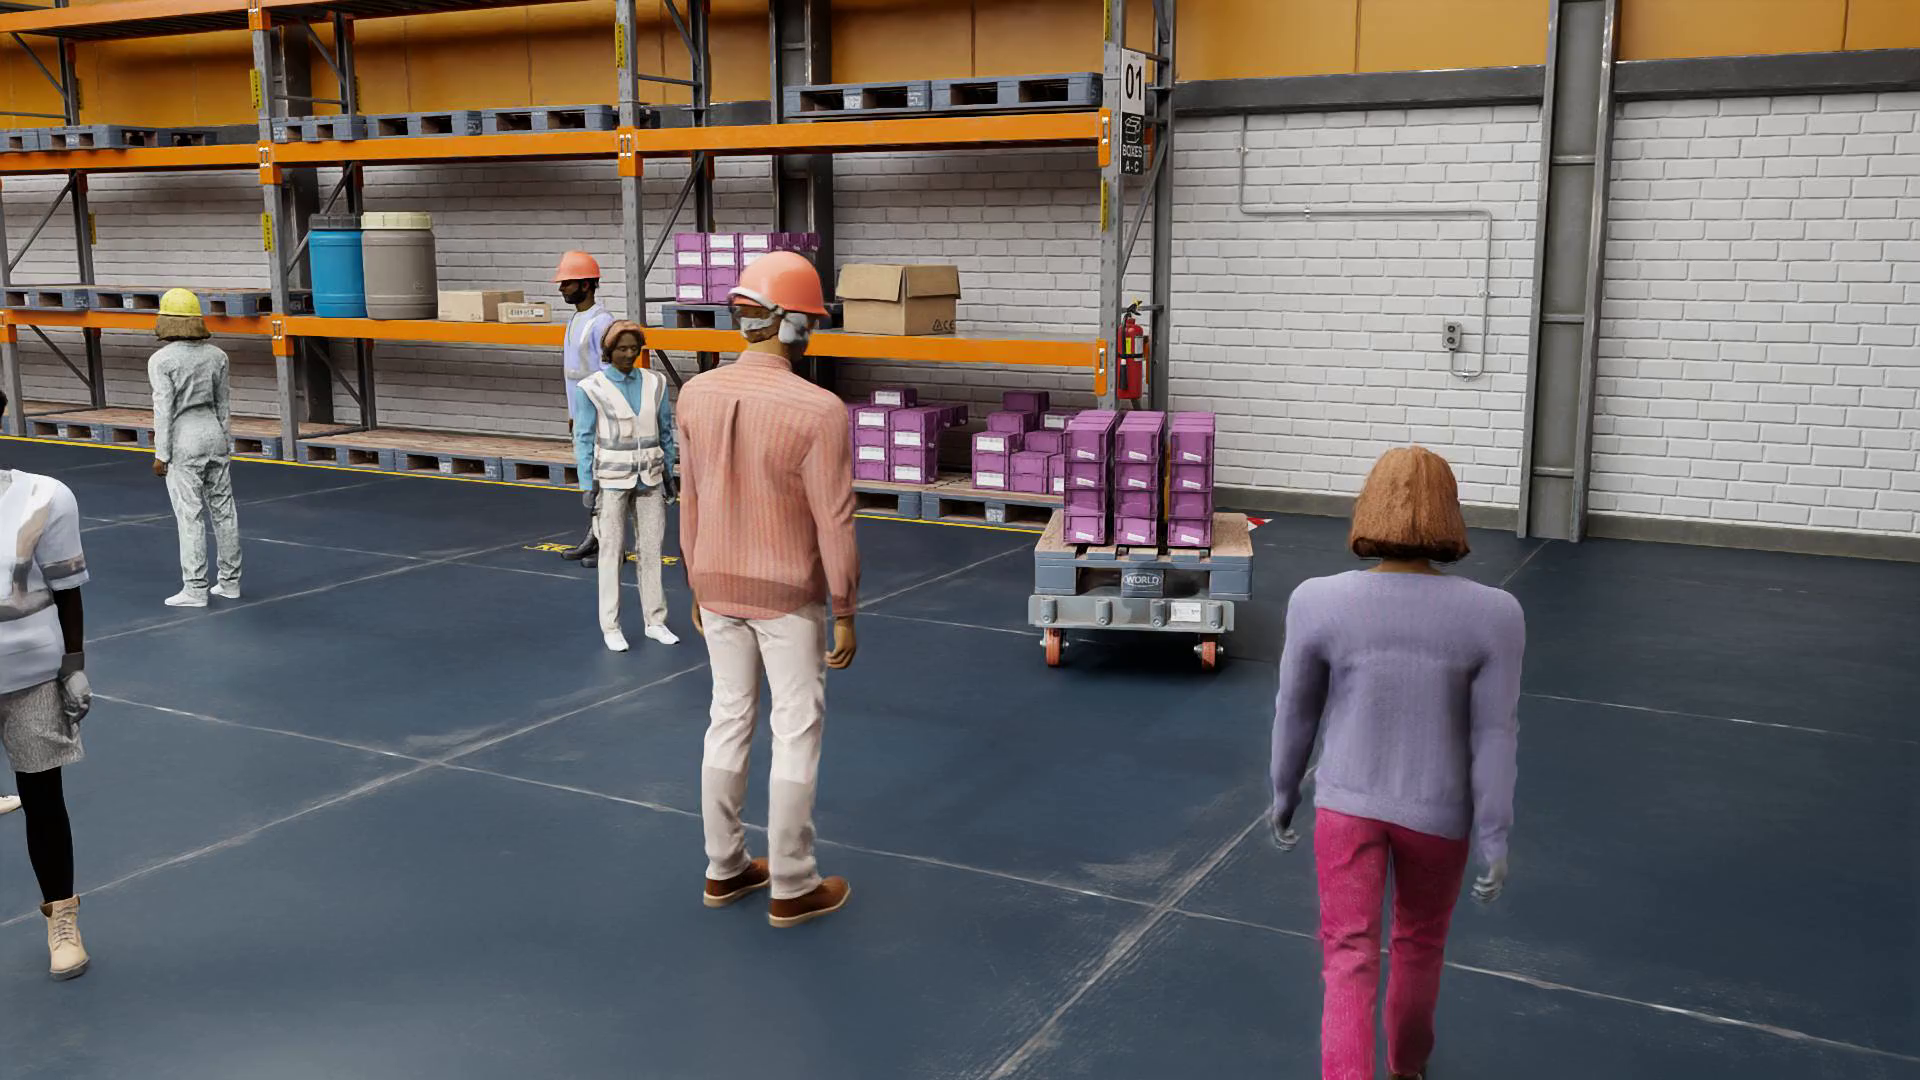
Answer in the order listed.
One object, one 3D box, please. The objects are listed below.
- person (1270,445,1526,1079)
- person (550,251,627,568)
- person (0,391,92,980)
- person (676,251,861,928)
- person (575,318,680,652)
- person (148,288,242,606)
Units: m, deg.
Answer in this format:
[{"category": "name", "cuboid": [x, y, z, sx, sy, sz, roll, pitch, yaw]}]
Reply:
[{"category": "person", "cuboid": [0.919, 0.589, 3.582, 0.518, 1.588, 0.865, 3, 11, 17]}, {"category": "person", "cuboid": [-2.292, -0.796, 10.219, 0.375, 1.935, 0.551, -7, 13, -34]}, {"category": "person", "cuboid": [-2.617, 0.374, 4.465, 0.533, 1.696, 0.319, -5, 11, -24]}, {"category": "person", "cuboid": [-0.552, 0.152, 4.903, 0.632, 1.981, 0.405, 6, 12, 31]}, {"category": "person", "cuboid": [-1.636, -0.268, 8.166, 0.524, 1.630, 0.324, -9, 13, -39]}, {"category": "person", "cuboid": [-4.234, -0.506, 9.163, 0.297, 1.744, 0.487, 5, 11, 24]}]
